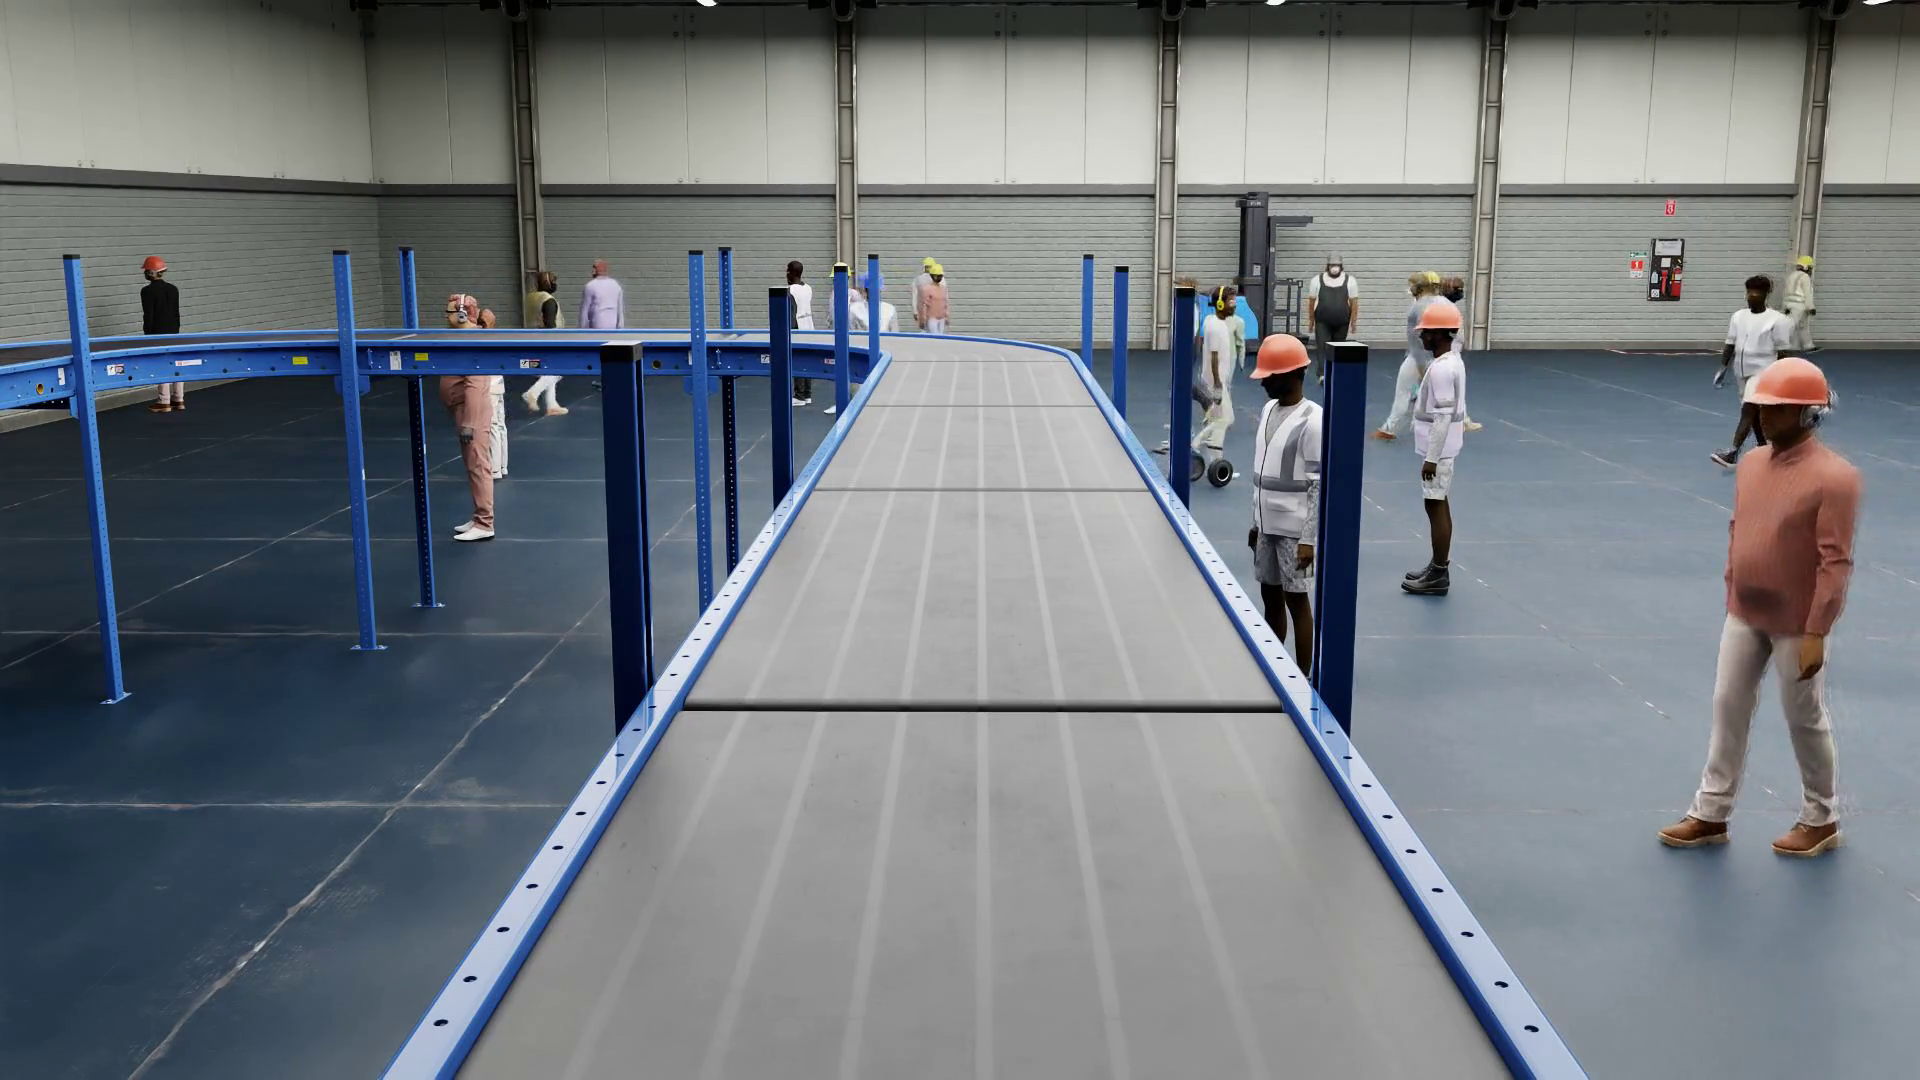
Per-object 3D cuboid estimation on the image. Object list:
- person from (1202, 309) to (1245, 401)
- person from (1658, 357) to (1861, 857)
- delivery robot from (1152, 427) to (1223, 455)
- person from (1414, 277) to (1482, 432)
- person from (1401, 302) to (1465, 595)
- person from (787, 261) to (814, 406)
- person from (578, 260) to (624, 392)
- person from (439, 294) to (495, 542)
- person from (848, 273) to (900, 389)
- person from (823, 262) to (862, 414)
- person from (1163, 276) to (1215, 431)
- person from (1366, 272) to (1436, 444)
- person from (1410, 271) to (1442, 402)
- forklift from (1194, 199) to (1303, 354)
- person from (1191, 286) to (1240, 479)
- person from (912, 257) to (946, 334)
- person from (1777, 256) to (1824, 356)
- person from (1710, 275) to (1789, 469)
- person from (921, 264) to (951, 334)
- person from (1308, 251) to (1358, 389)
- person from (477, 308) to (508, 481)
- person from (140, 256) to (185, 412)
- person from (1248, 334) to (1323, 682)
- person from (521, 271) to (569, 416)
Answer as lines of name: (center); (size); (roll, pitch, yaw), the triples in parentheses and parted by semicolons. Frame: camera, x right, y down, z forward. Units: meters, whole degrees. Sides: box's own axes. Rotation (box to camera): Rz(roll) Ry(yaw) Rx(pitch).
person: (3.191, -2.184, 20.052); (0.490, 1.606, 0.654); (5, 12, 24)
person: (3.207, 0.272, 6.526); (0.565, 1.995, 0.619); (-4, 12, -18)
delivery robot: (2.137, -0.943, 15.591); (0.698, 0.223, 0.335); (-7, 13, -30)
person: (5.718, -2.128, 19.270); (0.860, 1.808, 0.645); (5, 12, 25)
person: (3.176, -0.614, 11.148); (0.356, 1.936, 0.551); (4, 12, 22)
person: (-2.166, -2.768, 22.266); (0.392, 1.920, 0.593); (4, 12, 18)
person: (-5.264, -3.092, 24.053); (0.846, 1.878, 0.648); (8, 14, 36)
person: (-3.839, -0.955, 12.978); (0.407, 1.910, 0.639); (-3, 11, -13)
person: (-0.887, -1.882, 17.684); (0.625, 1.923, 0.653); (-8, 13, -35)
person: (-1.484, -2.543, 21.088); (0.587, 1.928, 0.363); (10, 15, 42)
person: (2.719, -2.178, 19.477); (0.578, 1.825, 0.510); (1, 11, 5)
person: (5.038, -2.014, 18.440); (0.874, 1.901, 0.642); (6, 12, 27)
person: (6.355, -2.755, 22.592); (0.524, 1.769, 0.309); (10, 15, 42)
forklift: (5.313, -4.851, 30.603); (1.873, 2.768, 1.129); (0, 11, 1)
person: (2.455, -1.523, 16.040); (0.480, 1.852, 0.541); (2, 11, 12)
person: (-0.509, -3.982, 28.786); (0.600, 1.813, 0.484); (2, 11, 8)
person: (15.315, -4.240, 30.146); (0.911, 1.786, 0.590); (2, 11, 10)
person: (7.861, -1.672, 16.620); (0.999, 1.912, 0.608); (-5, 12, -23)
person: (-0.372, -3.532, 26.630); (0.378, 1.755, 0.525); (9, 14, 38)
person: (5.469, -3.215, 24.358); (0.702, 2.000, 0.984); (2, 11, 8)
person: (-4.506, -1.388, 15.889); (0.311, 1.642, 0.514); (0, 11, 2)
person: (-10.363, -2.674, 21.581); (0.373, 1.997, 0.616); (3, 11, 14)
person: (1.619, -0.073, 8.392); (0.374, 1.927, 0.542); (-5, 12, -22)
person: (-5.273, -2.478, 21.028); (0.556, 1.828, 0.629); (-7, 13, -33)
